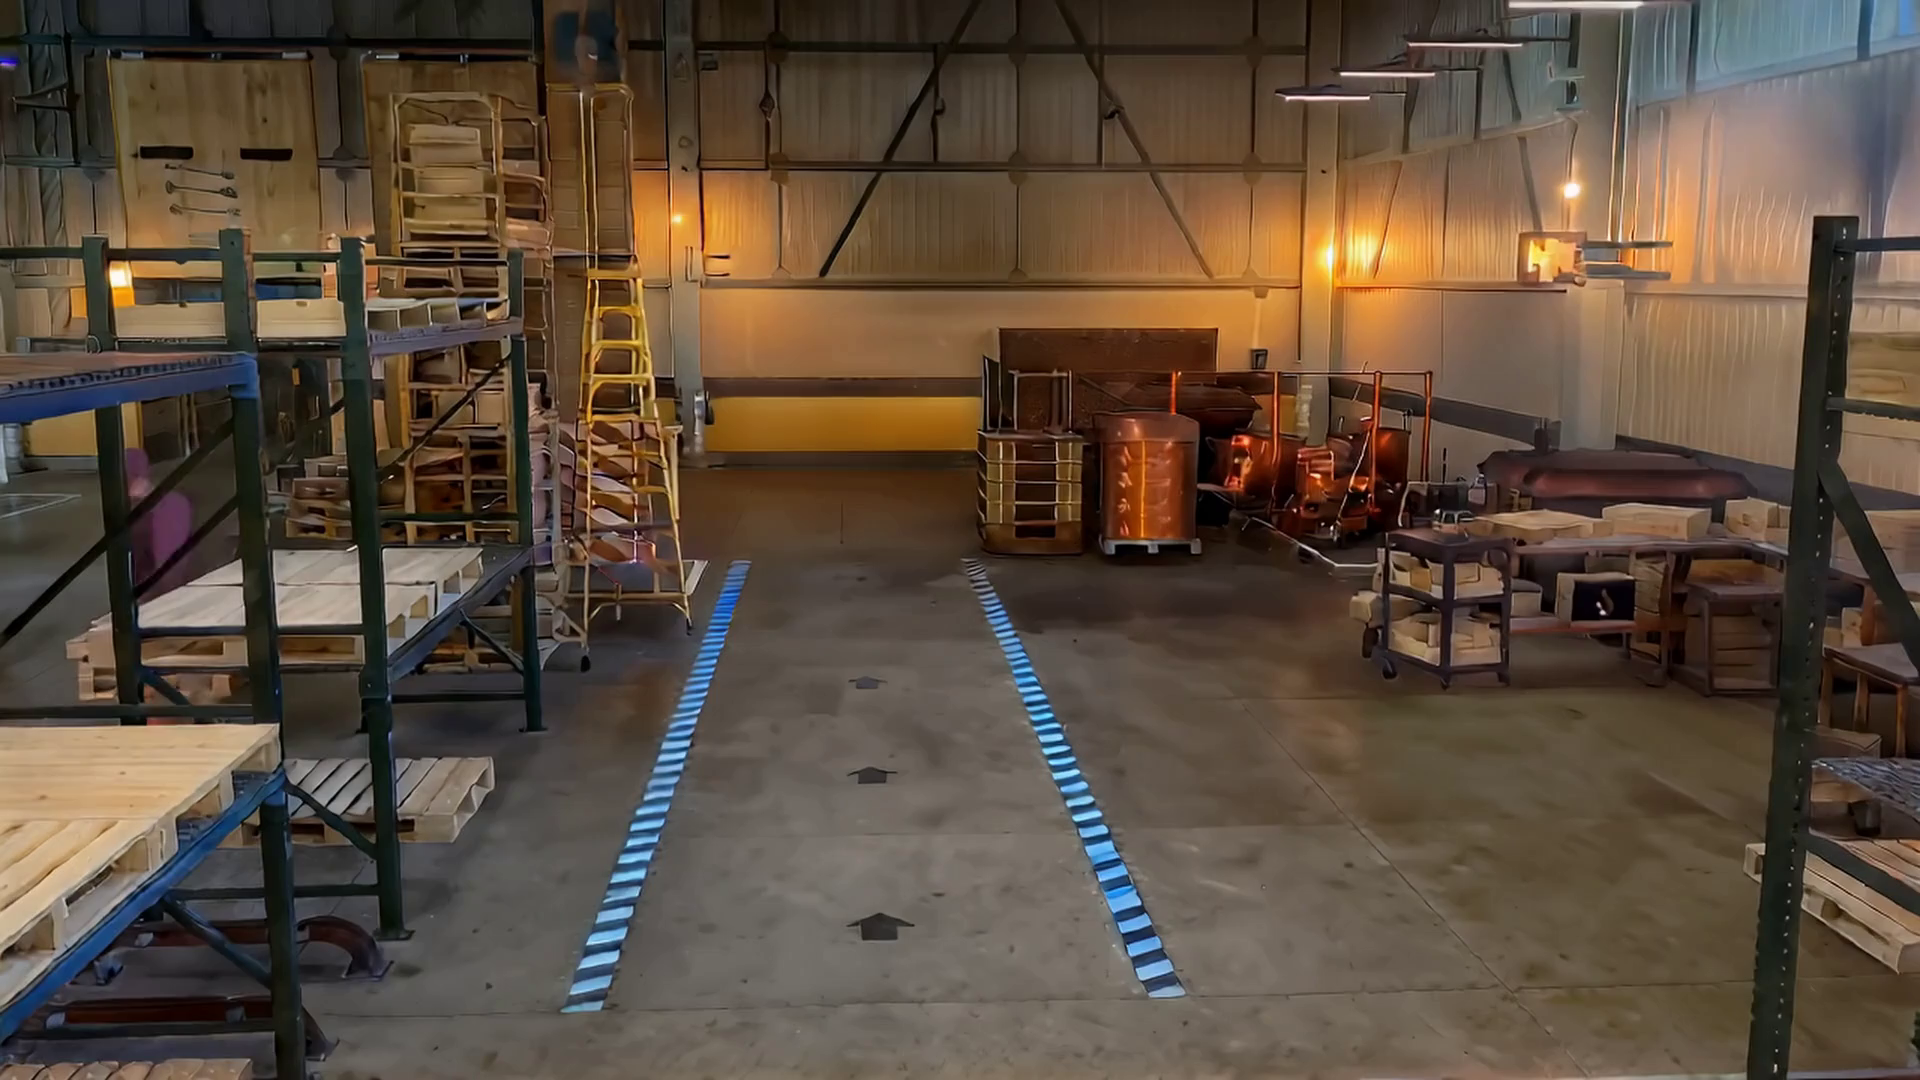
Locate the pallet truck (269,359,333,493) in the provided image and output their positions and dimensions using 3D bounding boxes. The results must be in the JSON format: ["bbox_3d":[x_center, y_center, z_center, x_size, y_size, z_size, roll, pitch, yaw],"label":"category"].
[{"bbox_3d":[-7.062,-1.131,18.996,1.885,1.965,0.823,2,9,13],"label":"pallet truck"}]

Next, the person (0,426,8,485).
[{"bbox_3d":[-13.370,-1.692,22.753,0.546,1.927,0.390,1,9,6],"label":"person"}]

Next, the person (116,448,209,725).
[{"bbox_3d":[-4.635,0.404,9.717,0.740,1.894,0.365,5,10,28],"label":"person"}]
